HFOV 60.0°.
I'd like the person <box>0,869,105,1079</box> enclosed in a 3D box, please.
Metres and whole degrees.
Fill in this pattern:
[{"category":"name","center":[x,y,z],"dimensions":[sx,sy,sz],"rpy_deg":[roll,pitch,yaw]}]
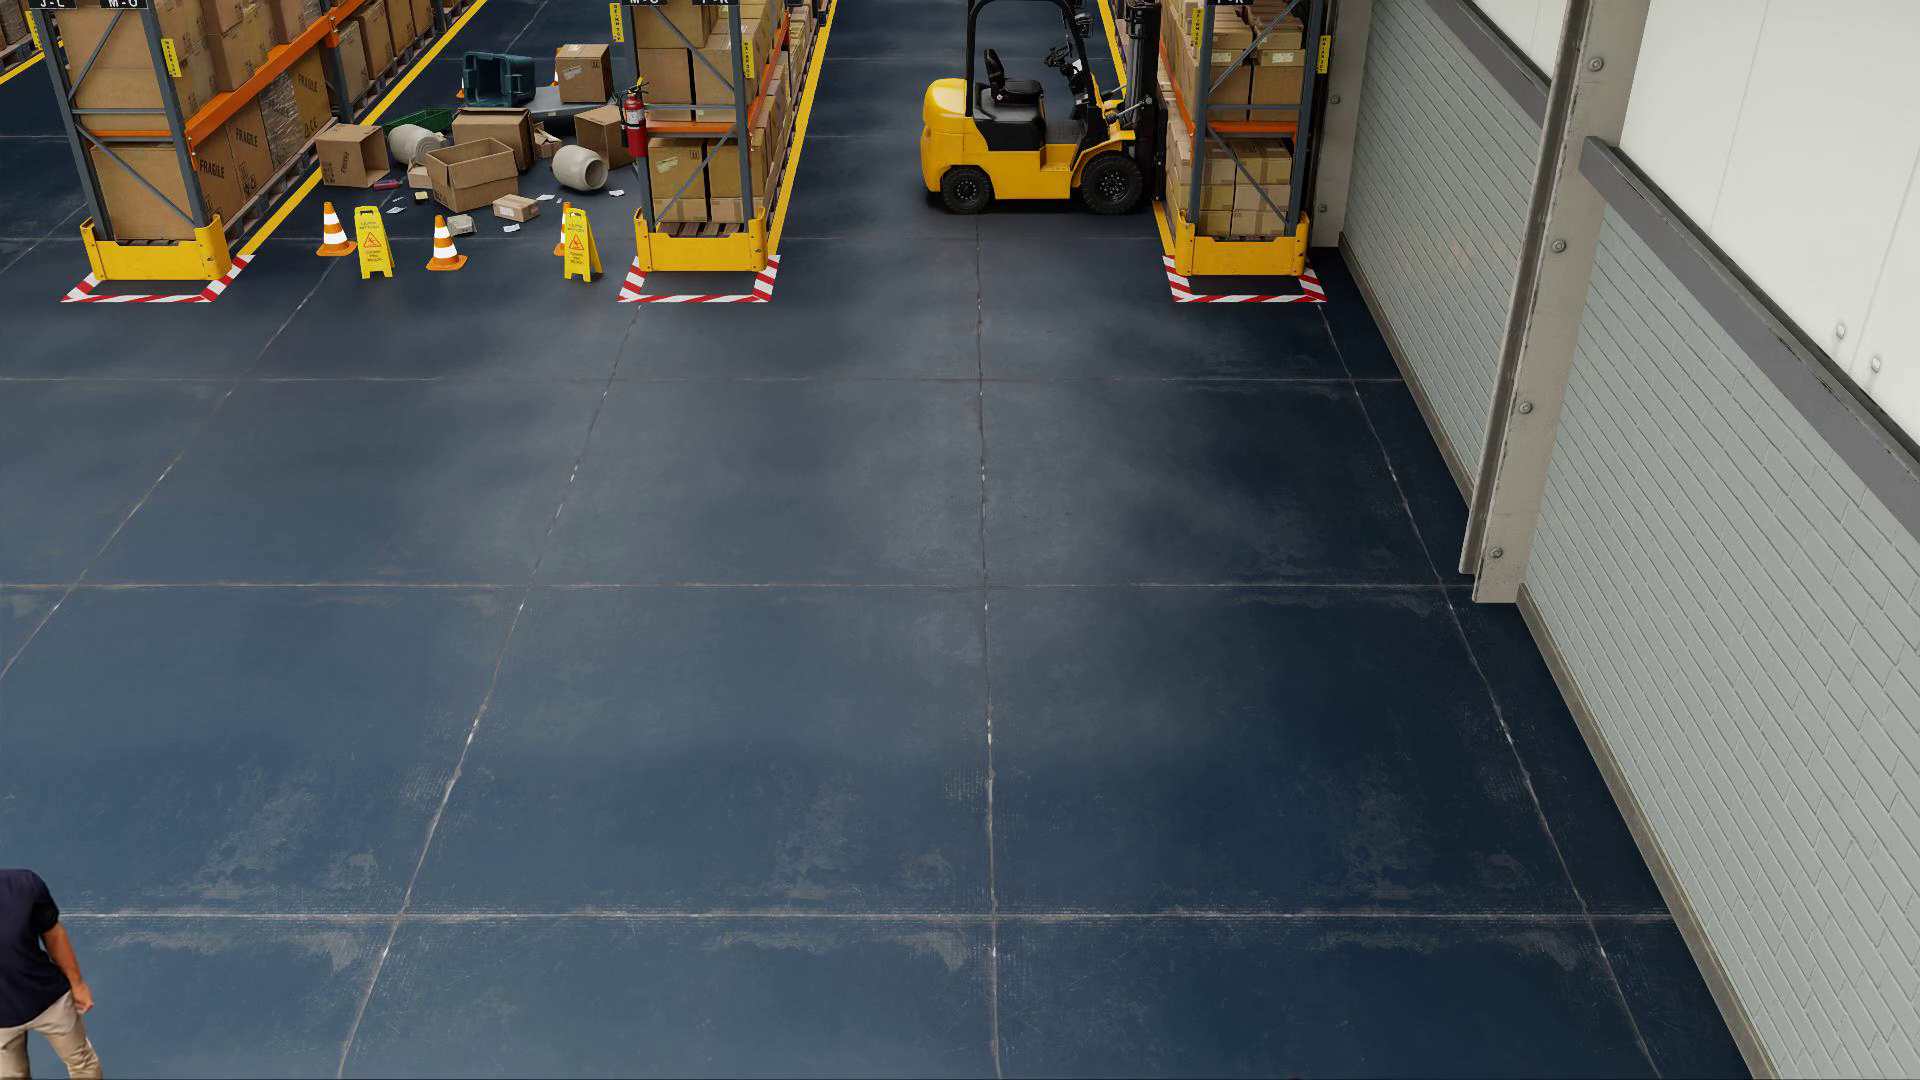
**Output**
[{"category":"person","center":[-3.800,1.857,6.720],"dimensions":[0.708,1.858,0.713],"rpy_deg":[-18,37,-26]}]
